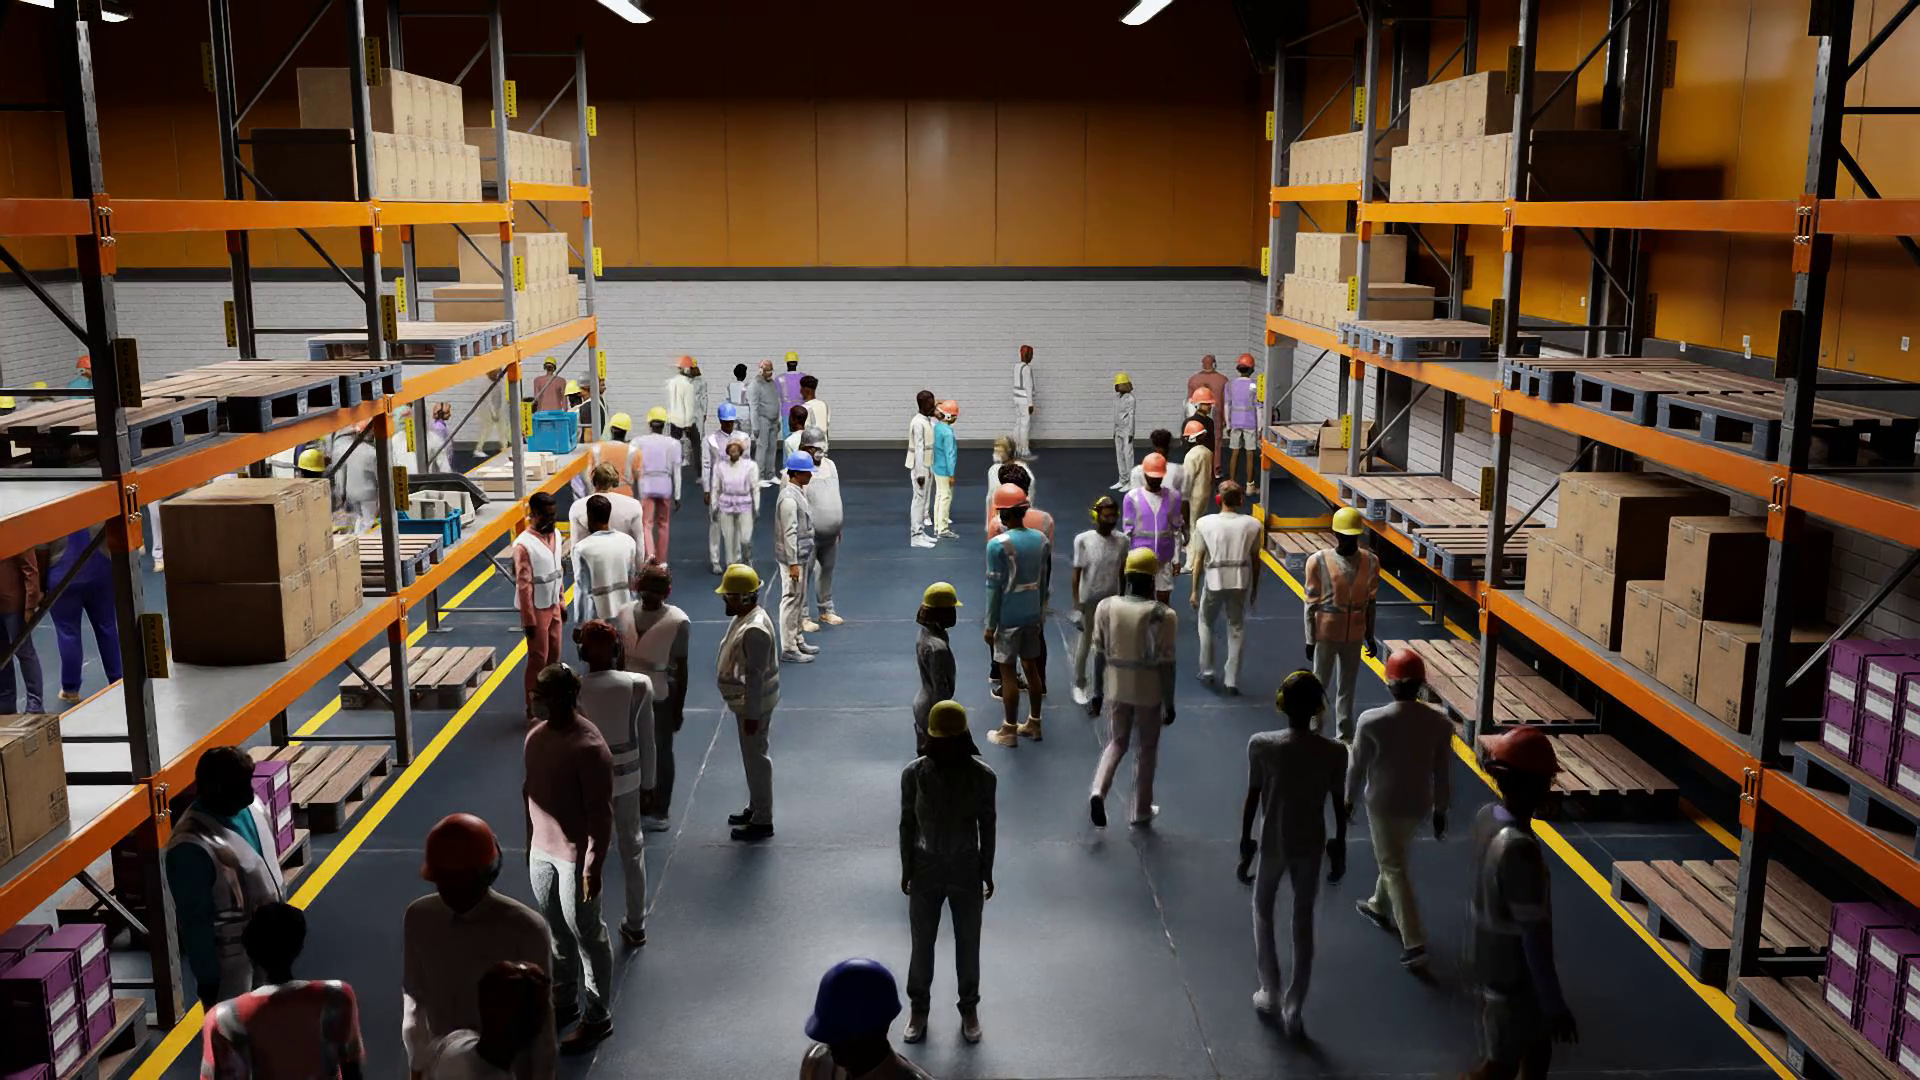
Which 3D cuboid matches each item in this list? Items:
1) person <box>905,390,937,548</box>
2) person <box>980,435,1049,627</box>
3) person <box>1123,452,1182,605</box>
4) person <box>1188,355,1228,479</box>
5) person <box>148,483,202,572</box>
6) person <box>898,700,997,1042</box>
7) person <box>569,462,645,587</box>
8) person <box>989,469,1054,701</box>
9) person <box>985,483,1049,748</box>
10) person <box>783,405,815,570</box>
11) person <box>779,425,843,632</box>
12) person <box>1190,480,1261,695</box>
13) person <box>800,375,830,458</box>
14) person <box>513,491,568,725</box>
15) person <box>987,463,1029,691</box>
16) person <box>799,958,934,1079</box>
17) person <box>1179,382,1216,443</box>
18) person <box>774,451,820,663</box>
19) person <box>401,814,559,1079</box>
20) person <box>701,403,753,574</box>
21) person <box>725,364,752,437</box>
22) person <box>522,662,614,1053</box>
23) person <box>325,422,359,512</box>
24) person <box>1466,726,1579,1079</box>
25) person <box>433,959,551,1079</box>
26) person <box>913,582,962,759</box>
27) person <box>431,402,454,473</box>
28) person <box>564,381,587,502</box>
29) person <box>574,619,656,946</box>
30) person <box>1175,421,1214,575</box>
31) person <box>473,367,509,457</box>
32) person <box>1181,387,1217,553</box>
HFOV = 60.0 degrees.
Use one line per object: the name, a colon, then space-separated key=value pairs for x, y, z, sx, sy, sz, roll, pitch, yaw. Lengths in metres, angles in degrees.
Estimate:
person: x=-0.477 y=-0.877 z=20.338 sx=0.371 sy=1.916 sz=0.597 roll=1 pitch=11 yaw=5
person: x=0.564 y=-0.114 z=16.558 sx=0.834 sy=1.914 sz=0.635 roll=-8 pitch=14 yaw=-33
person: x=1.757 y=0.152 z=15.169 sx=0.549 sy=1.927 sz=0.393 roll=-1 pitch=11 yaw=-6
person: x=3.787 y=-1.871 z=25.366 sx=0.639 sy=1.904 sz=0.402 roll=2 pitch=11 yaw=11
person: x=-8.971 y=-0.656 z=18.920 sx=0.684 sy=2.000 sz=0.537 roll=-4 pitch=12 yaw=-19
person: x=-0.062 y=1.630 z=8.206 sx=0.484 sy=1.745 sz=0.298 roll=0 pitch=11 yaw=2
person: x=-3.057 y=0.282 z=14.474 sx=0.632 sy=1.938 sz=0.359 roll=-2 pitch=12 yaw=-12
person: x=0.502 y=0.379 z=13.952 sx=0.603 sy=1.957 sz=0.385 roll=-6 pitch=13 yaw=-27
person: x=0.402 y=0.576 z=12.794 sx=0.602 sy=2.029 sz=0.433 roll=-11 pitch=16 yaw=-43
person: x=-1.789 y=-0.573 z=18.807 sx=0.392 sy=1.922 sz=0.592 roll=6 pitch=13 yaw=27
person: x=-1.401 y=-0.126 z=16.266 sx=0.535 sy=2.000 sz=0.681 roll=10 pitch=15 yaw=41
person: x=2.241 y=0.385 z=14.238 sx=0.612 sy=1.825 sz=0.659 roll=-1 pitch=11 yaw=-5
person: x=-1.926 y=-1.181 z=21.776 sx=0.380 sy=1.958 sz=0.600 roll=6 pitch=13 yaw=29
person: x=-3.322 y=0.551 z=13.210 sx=0.405 sy=1.909 sz=0.597 roll=3 pitch=12 yaw=14
person: x=0.417 y=0.312 z=14.260 sx=0.367 sy=1.965 sz=0.607 roll=-3 pitch=12 yaw=-15
person: x=-0.279 y=2.164 z=5.017 sx=0.618 sy=1.944 sz=0.397 roll=9 pitch=15 yaw=39
person: x=3.454 y=-1.494 z=24.203 sx=0.549 sy=1.614 sz=0.379 roll=6 pitch=13 yaw=26
person: x=-1.484 y=0.150 z=15.146 sx=0.415 sy=1.939 sz=0.605 roll=1 pitch=11 yaw=3
person: x=-1.761 y=1.936 z=6.078 sx=0.617 sy=1.986 sz=0.411 roll=4 pitch=12 yaw=17
person: x=-2.623 y=-0.588 z=18.812 sx=0.616 sy=1.945 sz=0.404 roll=-7 pitch=13 yaw=-30
person: x=-3.457 y=-1.929 z=26.176 sx=0.553 sy=1.694 sz=0.318 roll=7 pitch=13 yaw=32
person: x=-1.938 y=1.539 z=8.174 sx=0.630 sy=1.940 sz=0.372 roll=10 pitch=15 yaw=41
person: x=-8.288 y=-1.184 z=22.339 sx=0.320 sy=1.737 sz=0.485 roll=11 pitch=15 yaw=42
person: x=2.268 y=1.770 z=6.859 sx=0.712 sy=2.002 sz=0.696 roll=2 pitch=11 yaw=11
person: x=-1.475 y=2.181 z=5.133 sx=0.492 sy=1.863 sz=0.625 roll=-7 pitch=13 yaw=-31
person: x=-0.154 y=1.125 z=10.779 sx=0.348 sy=1.735 sz=0.484 roll=-2 pitch=11 yaw=-11
person: x=-6.703 y=-0.973 z=21.548 sx=0.319 sy=1.631 sz=0.524 roll=-5 pitch=12 yaw=-22
person: x=-4.917 y=-1.101 z=21.488 sx=0.398 sy=1.911 sz=0.591 roll=3 pitch=12 yaw=17
person: x=-1.965 y=1.361 z=9.220 sx=0.577 sy=1.880 sz=0.352 roll=-5 pitch=12 yaw=-24
person: x=2.642 y=-0.479 z=18.797 sx=0.352 sy=1.738 sz=0.573 roll=7 pitch=13 yaw=32
person: x=-7.723 y=-2.126 z=27.438 sx=0.709 sy=1.586 sz=0.510 roll=5 pitch=12 yaw=22
person: x=2.874 y=-0.832 z=19.915 sx=0.379 sy=1.996 sz=0.610 roll=9 pitch=14 yaw=38
